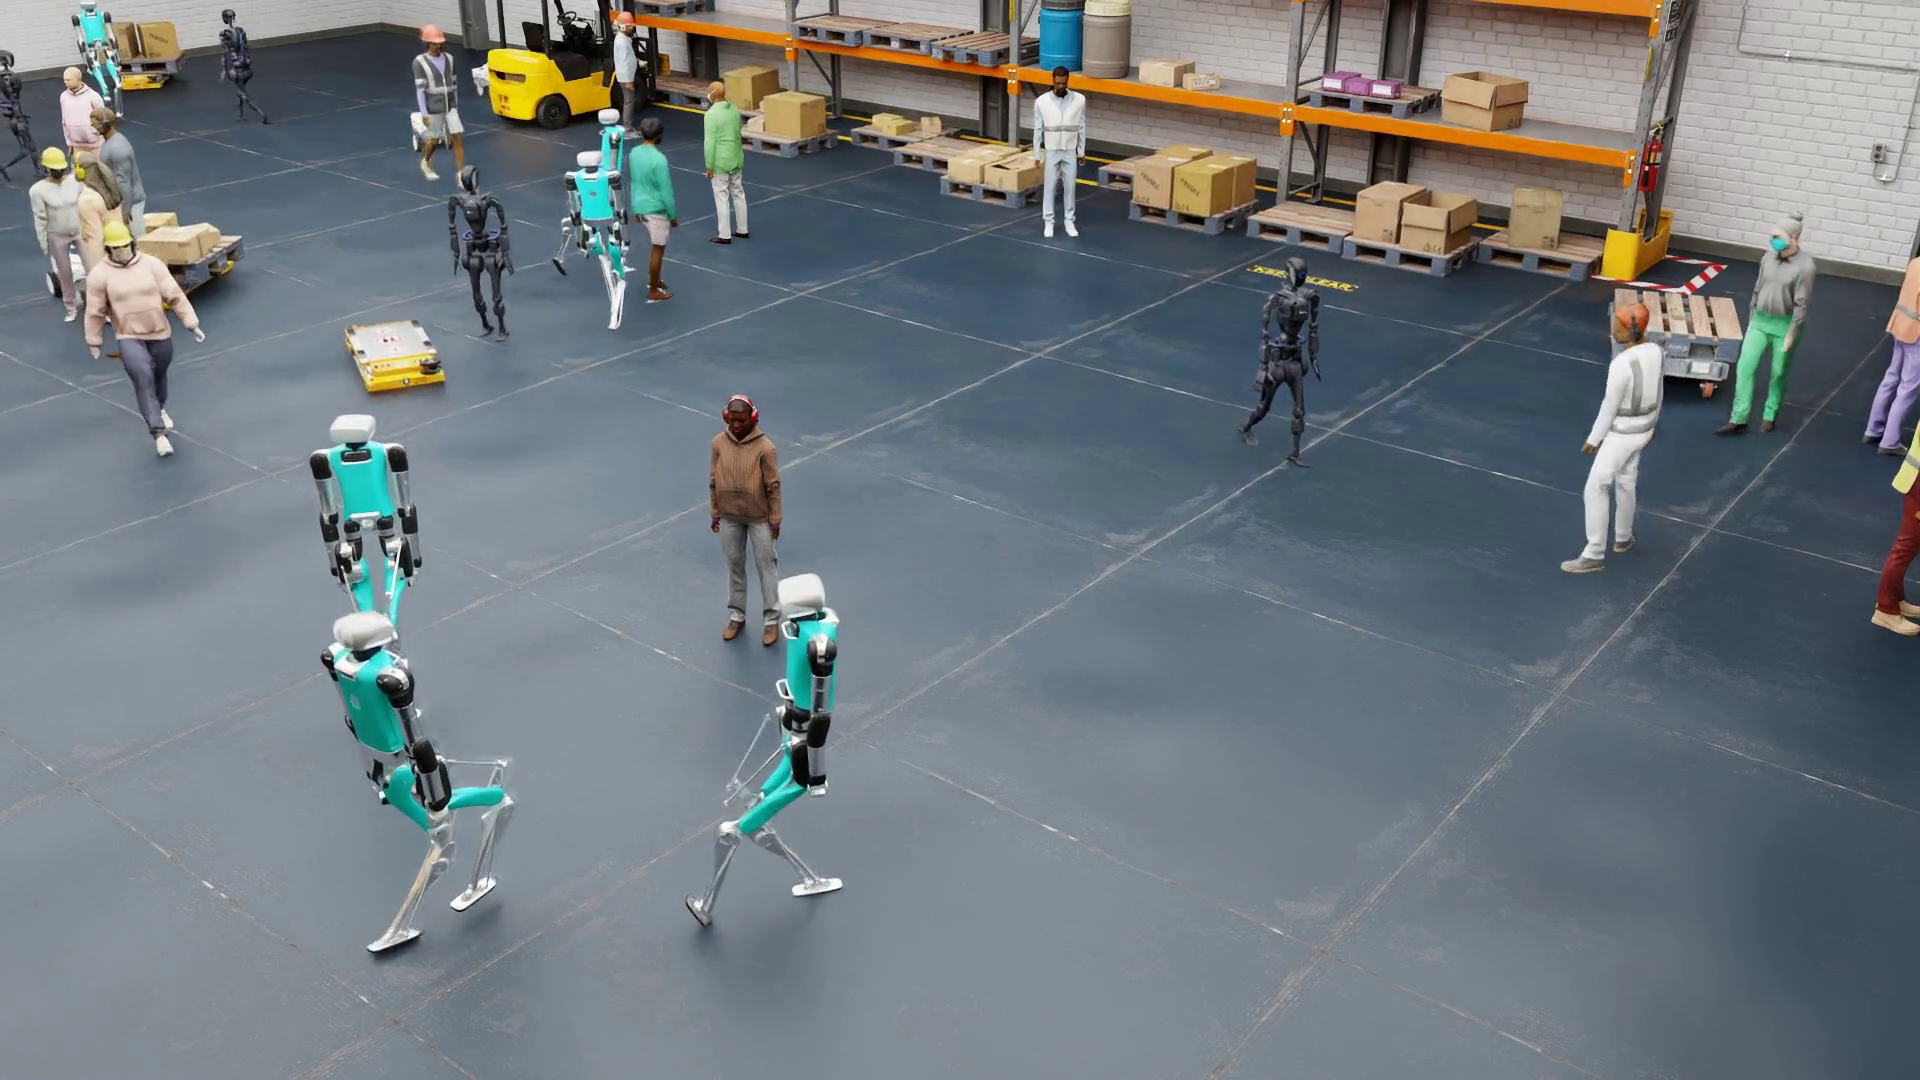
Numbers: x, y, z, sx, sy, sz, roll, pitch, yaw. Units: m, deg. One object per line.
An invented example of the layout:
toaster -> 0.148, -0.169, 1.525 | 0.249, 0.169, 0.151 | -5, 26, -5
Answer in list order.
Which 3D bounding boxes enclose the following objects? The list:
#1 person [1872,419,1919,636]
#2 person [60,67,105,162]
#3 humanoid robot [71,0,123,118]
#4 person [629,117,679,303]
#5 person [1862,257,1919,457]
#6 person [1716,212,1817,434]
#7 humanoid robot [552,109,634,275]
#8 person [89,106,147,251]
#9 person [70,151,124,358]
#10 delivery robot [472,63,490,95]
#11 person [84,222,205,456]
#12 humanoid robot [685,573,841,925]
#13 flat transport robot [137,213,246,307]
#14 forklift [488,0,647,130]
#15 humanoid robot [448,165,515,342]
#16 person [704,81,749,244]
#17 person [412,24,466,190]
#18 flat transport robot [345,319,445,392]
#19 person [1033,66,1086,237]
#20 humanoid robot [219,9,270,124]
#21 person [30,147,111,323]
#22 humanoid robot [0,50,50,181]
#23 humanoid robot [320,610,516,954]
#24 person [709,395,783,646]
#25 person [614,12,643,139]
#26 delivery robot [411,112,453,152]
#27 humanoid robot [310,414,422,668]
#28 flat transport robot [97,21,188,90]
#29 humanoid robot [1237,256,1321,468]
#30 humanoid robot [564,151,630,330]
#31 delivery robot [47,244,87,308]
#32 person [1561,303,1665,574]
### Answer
person -> 6.053, -0.280, 10.428 | 0.377, 1.768, 0.466 | 18, 31, 32
person -> -10.116, -4.598, 19.350 | 0.535, 1.781, 0.399 | 0, 26, 1
humanoid robot -> -12.530, -6.967, 24.314 | 0.546, 1.731, 1.015 | -15, 29, -28
person -> -3.017, -3.293, 16.593 | 0.507, 1.831, 0.546 | 23, 34, 39
person -> 7.456, -1.552, 12.981 | 0.379, 1.838, 0.564 | 0, 26, 0
person -> 6.486, -1.711, 13.337 | 0.721, 1.818, 0.506 | -20, 32, -35
humanoid robot -> -3.943, -3.570, 17.304 | 1.012, 1.755, 0.538 | -7, 27, -14
person -> -8.333, -3.365, 16.639 | 0.367, 1.932, 0.620 | -15, 29, -28
person -> -7.699, -2.586, 15.080 | 0.391, 1.873, 0.564 | 0, 26, 0
delivery robot -> -7.405, -7.407, 26.599 | 0.509, 0.611, 0.782 | 16, 30, 29
person -> -6.483, -1.644, 13.199 | 0.792, 1.814, 0.986 | -19, 32, -34
humanoid robot -> -1.000, 1.028, 7.791 | 0.911, 1.798, 0.545 | -7, 27, -14
flat transport robot -> -8.154, -2.703, 17.168 | 0.659, 0.231, 1.431 | 2, 26, 4
forklift -> -5.874, -7.334, 24.552 | 1.214, 2.155, 2.313 | 19, 32, 34
humanoid robot -> -4.450, -2.687, 15.529 | 0.589, 1.647, 0.365 | 1, 26, 2
person -> -2.622, -4.203, 18.549 | 0.388, 1.776, 0.539 | 17, 31, 32
person -> -6.535, -5.431, 20.825 | 0.961, 2.008, 0.621 | 21, 33, 37
flat transport robot -> -5.139, -1.688, 15.066 | 0.659, 0.231, 1.431 | -12, 28, -23
person -> 1.120, -4.383, 18.772 | 0.596, 1.907, 0.410 | -4, 26, -8
humanoid robot -> -10.523, -6.915, 24.351 | 0.793, 1.648, 0.596 | 8, 27, 16
person -> -8.509, -2.895, 15.904 | 0.550, 1.719, 0.735 | -21, 33, -37
humanoid robot -> -12.065, -5.391, 21.143 | 0.614, 1.639, 0.611 | -12, 28, -24
humanoid robot -> -2.446, 1.057, 7.687 | 0.543, 1.746, 0.956 | 17, 31, 32
person -> -1.309, -0.137, 10.270 | 0.462, 1.648, 0.327 | 6, 26, 12
person -> -4.669, -6.539, 23.422 | 0.351, 1.737, 0.572 | -4, 26, -9
delivery robot -> -7.371, -5.713, 23.062 | 0.499, 0.585, 0.777 | -12, 28, -24
humanoid robot -> -3.346, 0.238, 9.454 | 0.533, 1.766, 1.026 | -5, 26, -11
flat transport robot -> -13.415, -7.640, 27.392 | 0.659, 0.231, 1.431 | -6, 26, -12
humanoid robot -> 2.509, -1.419, 12.952 | 0.600, 1.634, 0.772 | -14, 29, -26
humanoid robot -> -3.385, -2.903, 15.922 | 0.537, 1.758, 0.928 | 0, 26, 1
delivery robot -> -8.894, -2.694, 16.802 | 0.499, 0.579, 0.774 | -21, 33, -36
person -> 4.506, -0.708, 11.236 | 0.350, 1.860, 0.804 | 23, 34, 40
